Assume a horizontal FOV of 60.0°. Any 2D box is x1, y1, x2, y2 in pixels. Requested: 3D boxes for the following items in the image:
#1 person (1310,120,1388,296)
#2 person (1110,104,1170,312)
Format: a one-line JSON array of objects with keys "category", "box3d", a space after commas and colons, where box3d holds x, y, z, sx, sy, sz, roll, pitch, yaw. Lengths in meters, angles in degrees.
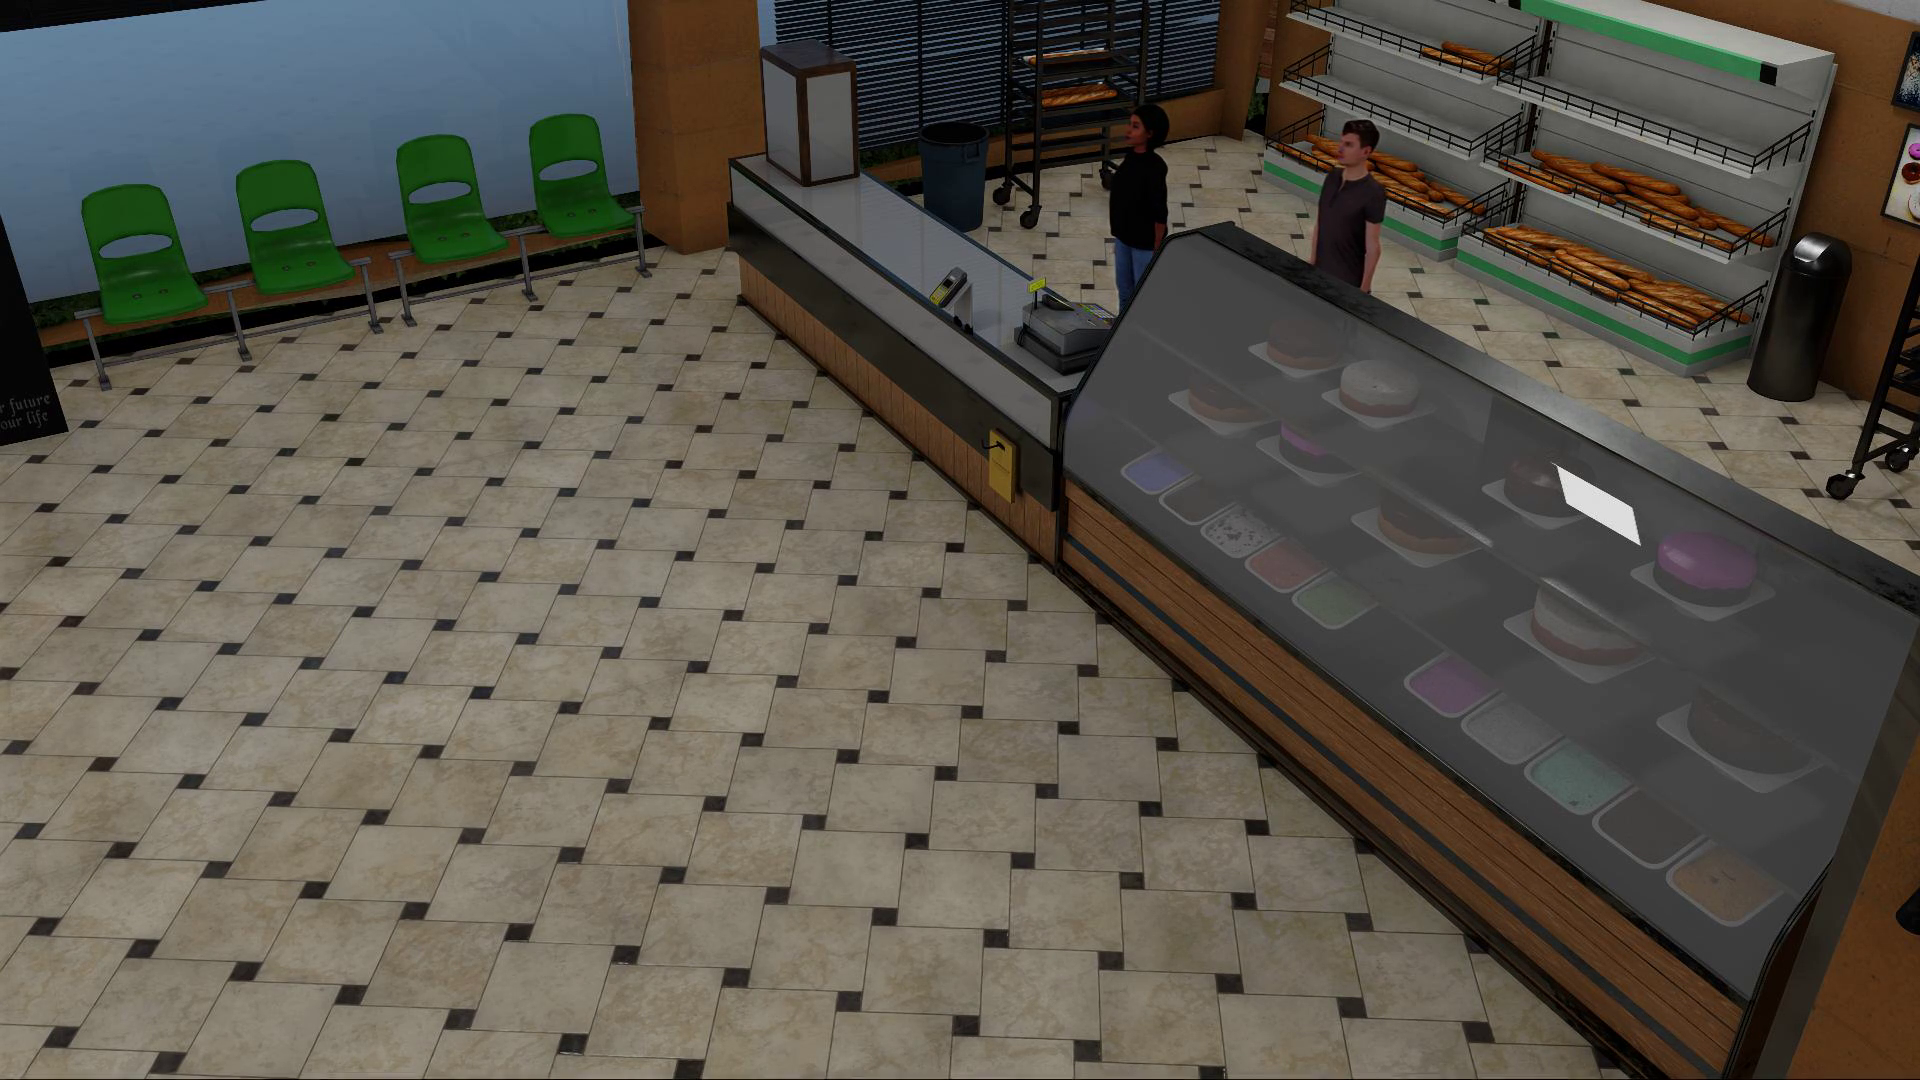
[{"category": "person", "box3d": [2.144, -1.451, 9.325, 0.534, 1.852, 0.636, -16, 35, -24]}, {"category": "person", "box3d": [1.081, -1.778, 9.993, 0.531, 1.701, 0.570, -16, 35, -24]}]
